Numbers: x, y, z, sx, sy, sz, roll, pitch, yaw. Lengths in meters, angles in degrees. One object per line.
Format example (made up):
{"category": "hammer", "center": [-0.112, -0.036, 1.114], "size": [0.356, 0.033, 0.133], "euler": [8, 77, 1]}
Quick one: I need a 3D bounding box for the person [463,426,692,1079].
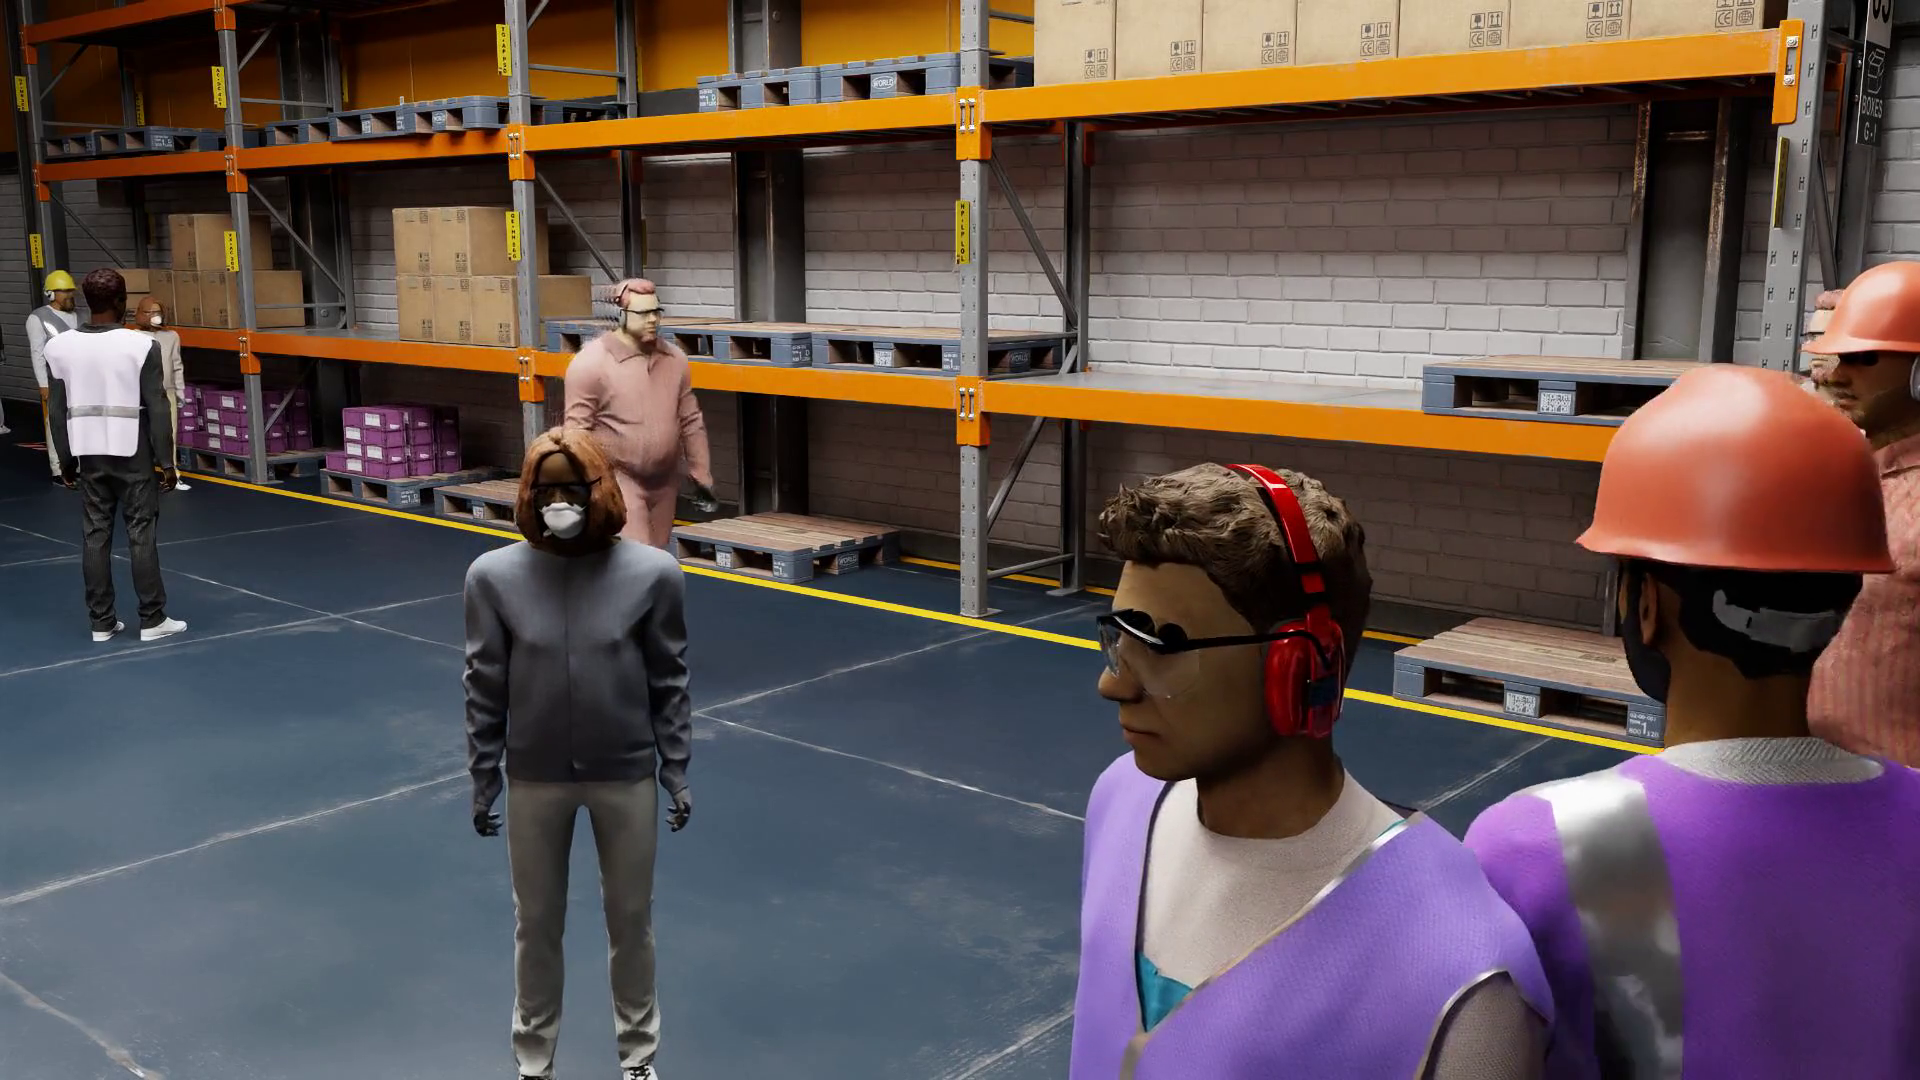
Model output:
{"category": "person", "center": [-0.863, 0.551, 3.801], "size": [0.504, 1.632, 0.270], "euler": [-1, 10, -8]}

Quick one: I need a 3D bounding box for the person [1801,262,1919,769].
{"category": "person", "center": [1.810, 0.454, 3.327], "size": [0.377, 1.995, 0.608], "euler": [-1, 10, -6]}

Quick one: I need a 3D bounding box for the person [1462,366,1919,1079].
{"category": "person", "center": [0.680, 0.797, 1.592], "size": [0.566, 1.917, 0.405], "euler": [-2, 10, -9]}

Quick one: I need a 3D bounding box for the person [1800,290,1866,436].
{"category": "person", "center": [2.673, 0.178, 5.181], "size": [0.538, 1.890, 0.677], "euler": [-4, 11, -22]}

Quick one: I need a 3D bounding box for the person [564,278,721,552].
{"category": "person", "center": [-1.468, -0.255, 7.687], "size": [0.560, 1.885, 0.685], "euler": [8, 13, 38]}

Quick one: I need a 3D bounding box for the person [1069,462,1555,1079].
{"category": "person", "center": [0.288, 0.839, 1.561], "size": [0.373, 1.843, 0.571], "euler": [-5, 11, -26]}

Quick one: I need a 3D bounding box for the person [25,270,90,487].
{"category": "person", "center": [-7.620, -1.377, 14.205], "size": [0.404, 1.837, 0.590], "euler": [4, 11, 19]}

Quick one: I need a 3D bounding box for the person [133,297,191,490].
{"category": "person", "center": [-6.646, -1.194, 13.764], "size": [0.282, 1.625, 0.492], "euler": [6, 12, 32]}

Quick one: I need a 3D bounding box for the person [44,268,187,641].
{"category": "person", "center": [-4.346, -0.426, 8.554], "size": [0.599, 1.917, 0.376], "euler": [0, 10, 0]}

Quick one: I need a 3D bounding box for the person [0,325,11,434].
{"category": "person", "center": [-10.631, -2.066, 18.019], "size": [0.521, 1.877, 0.325], "euler": [-4, 11, -20]}
